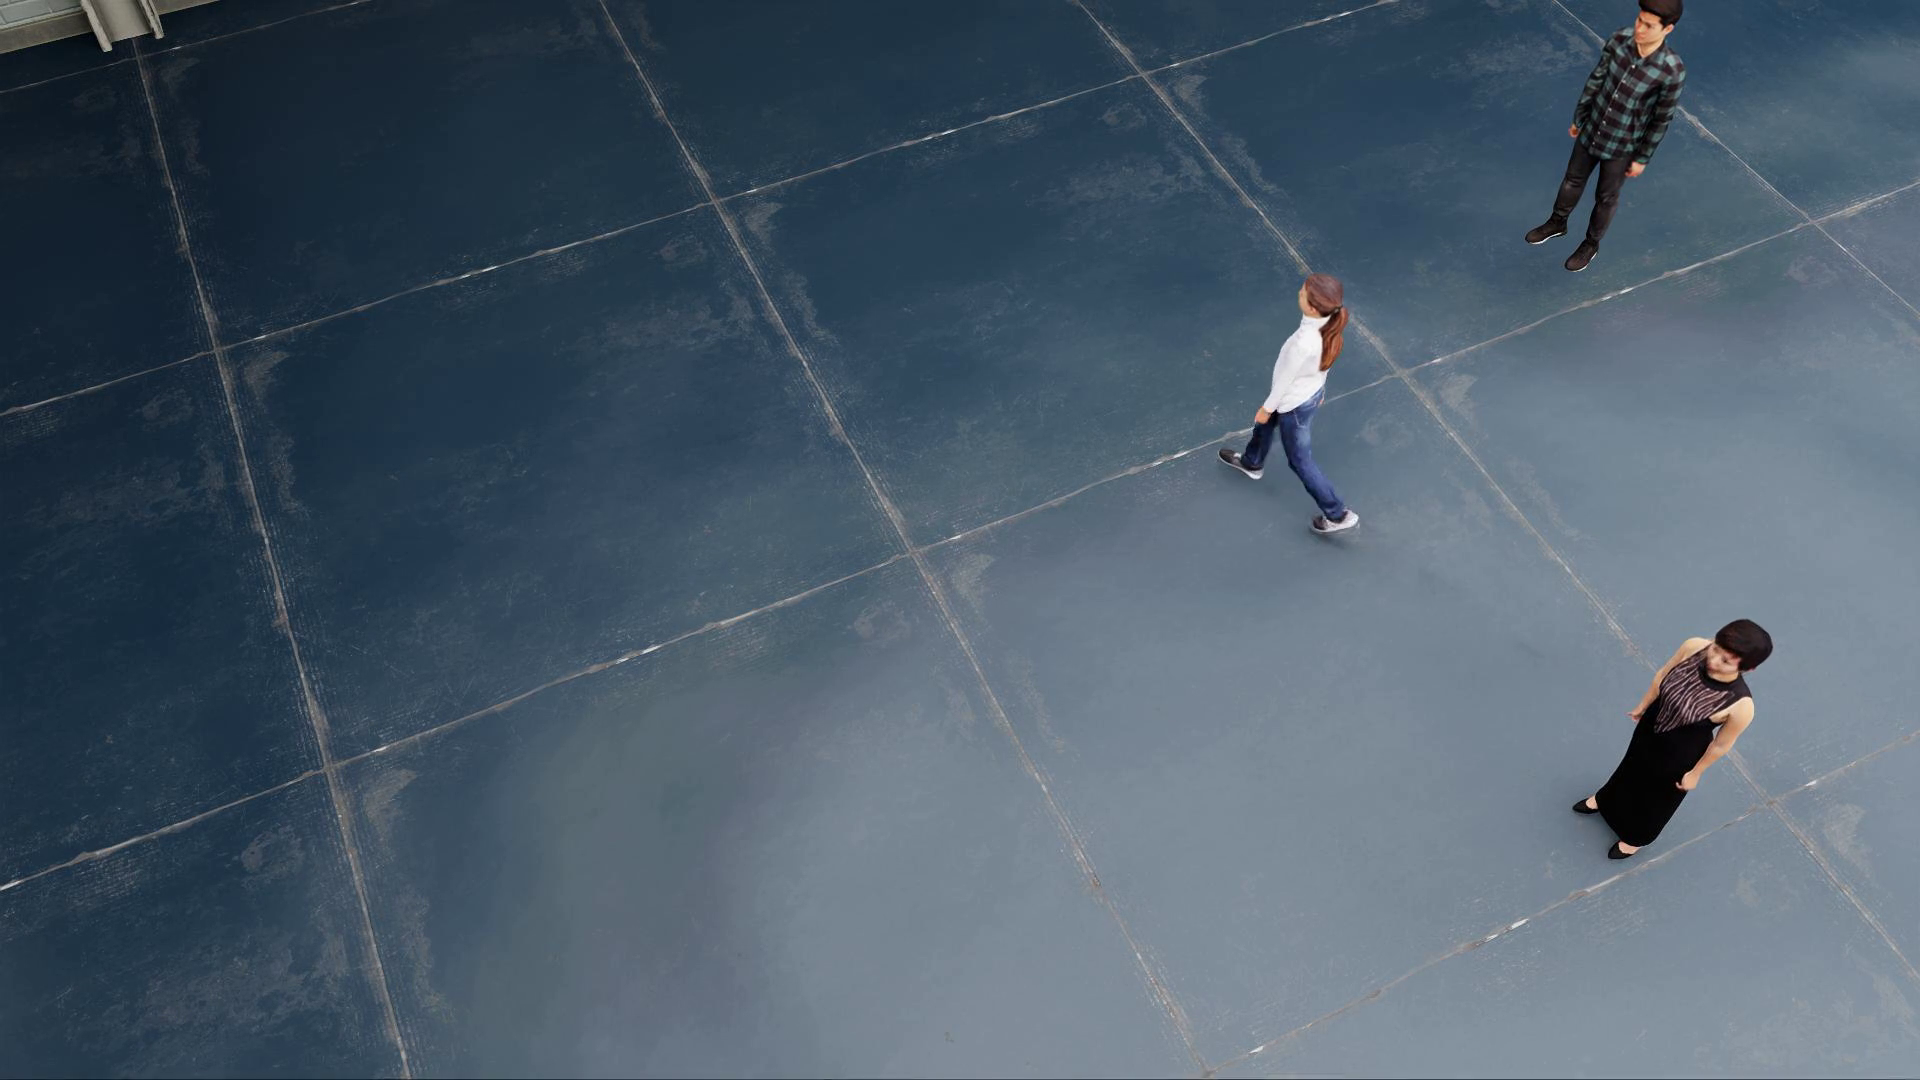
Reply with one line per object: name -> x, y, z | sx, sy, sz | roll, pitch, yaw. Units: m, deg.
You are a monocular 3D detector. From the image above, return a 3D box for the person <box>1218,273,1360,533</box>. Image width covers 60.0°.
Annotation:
person -> 1.718, -0.643, 8.151 | 0.950, 1.524, 1.049 | 27, 57, 19

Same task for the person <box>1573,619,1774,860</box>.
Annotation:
person -> 3.003, 0.828, 6.962 | 0.511, 1.602, 0.581 | -18, 54, -13

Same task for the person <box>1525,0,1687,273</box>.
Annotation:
person -> 3.501, -2.200, 8.912 | 0.594, 1.715, 0.712 | -31, 58, -22
